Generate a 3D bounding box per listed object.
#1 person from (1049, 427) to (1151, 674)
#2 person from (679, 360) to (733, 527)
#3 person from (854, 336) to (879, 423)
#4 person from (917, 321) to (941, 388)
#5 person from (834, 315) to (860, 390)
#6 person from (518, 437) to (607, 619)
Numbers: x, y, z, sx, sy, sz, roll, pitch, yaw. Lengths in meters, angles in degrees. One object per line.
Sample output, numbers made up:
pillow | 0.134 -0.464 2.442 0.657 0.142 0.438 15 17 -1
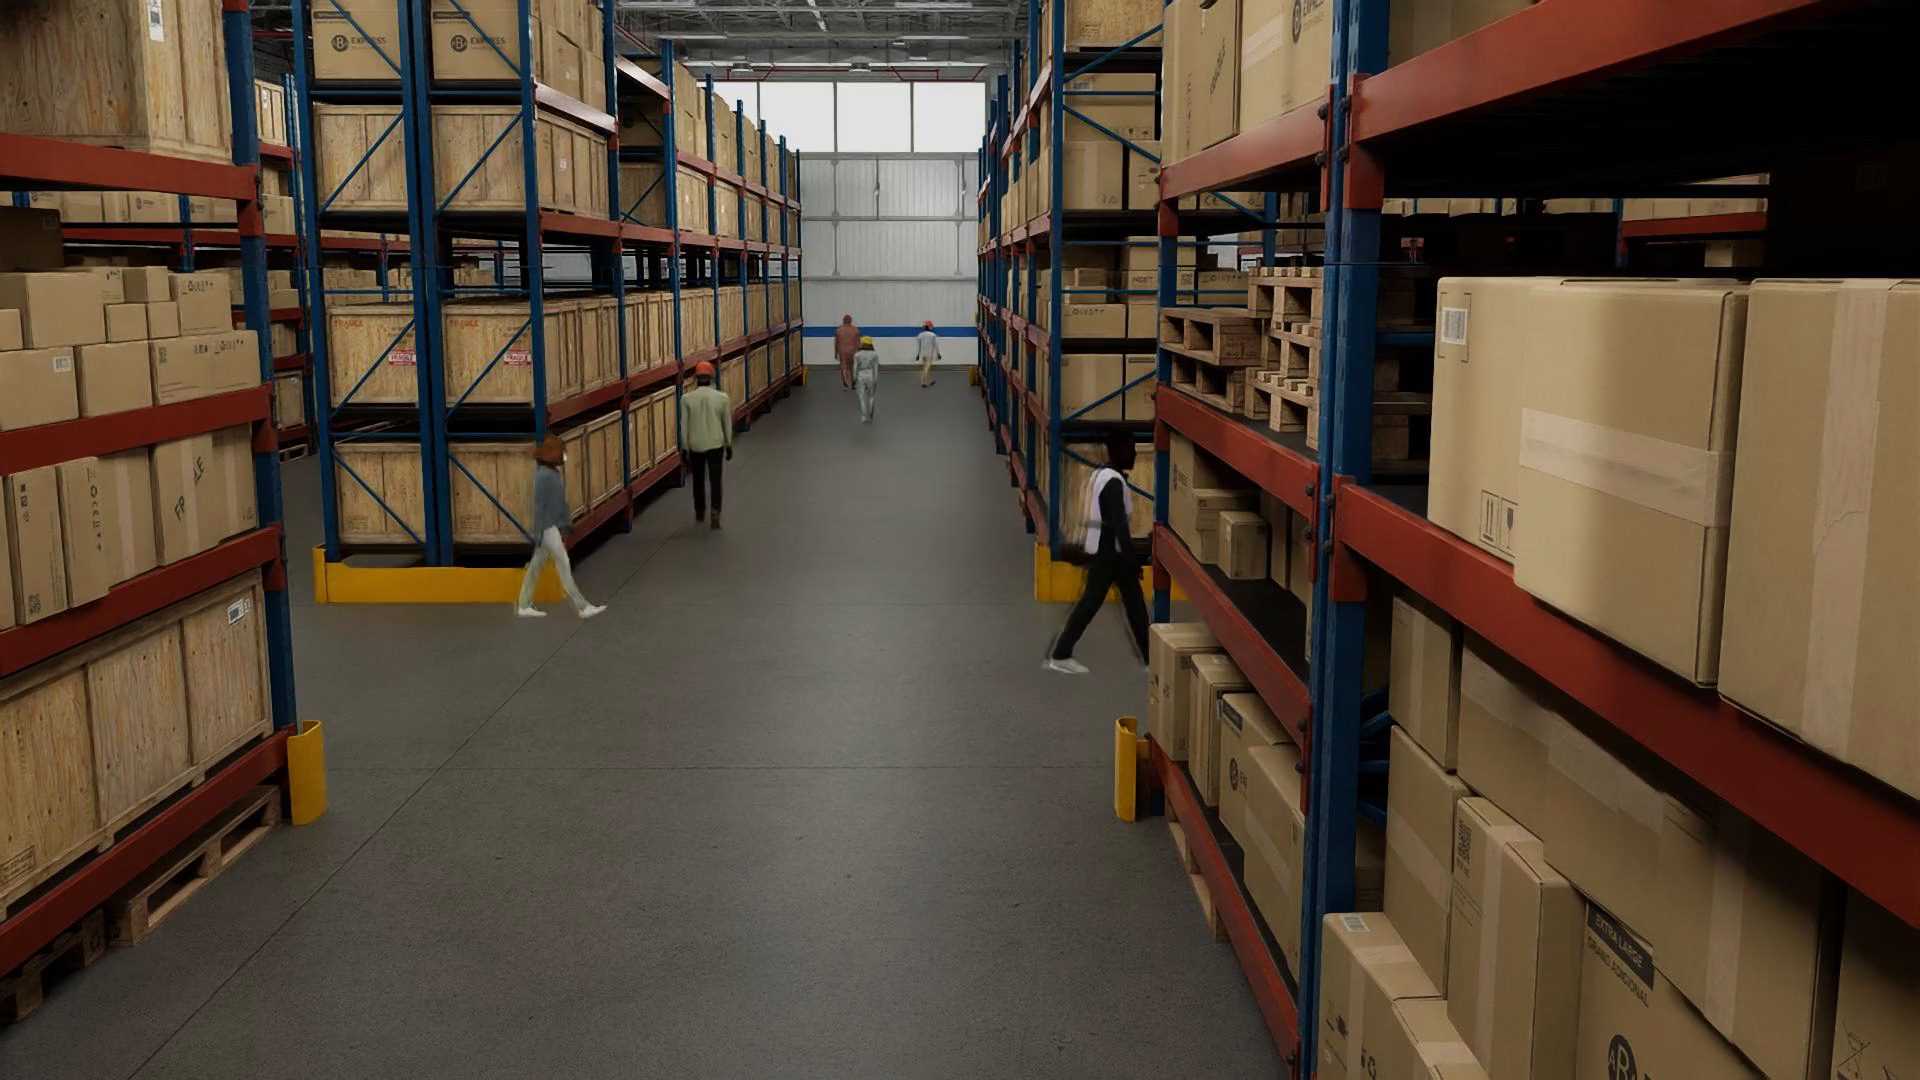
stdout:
person | 1.150 0.093 12.408 1.021 1.868 0.595 2 9 9
person | -2.980 -1.128 19.590 0.627 1.969 0.855 -2 9 -12
person | -1.854 -3.174 32.910 0.495 1.710 0.860 0 9 -2
person | -0.774 -4.759 42.613 0.572 1.704 0.903 7 12 38
person | -2.842 -4.707 41.818 0.646 1.871 0.867 -1 9 -6
person | -3.477 -0.099 14.401 0.842 1.585 0.519 0 9 -2
